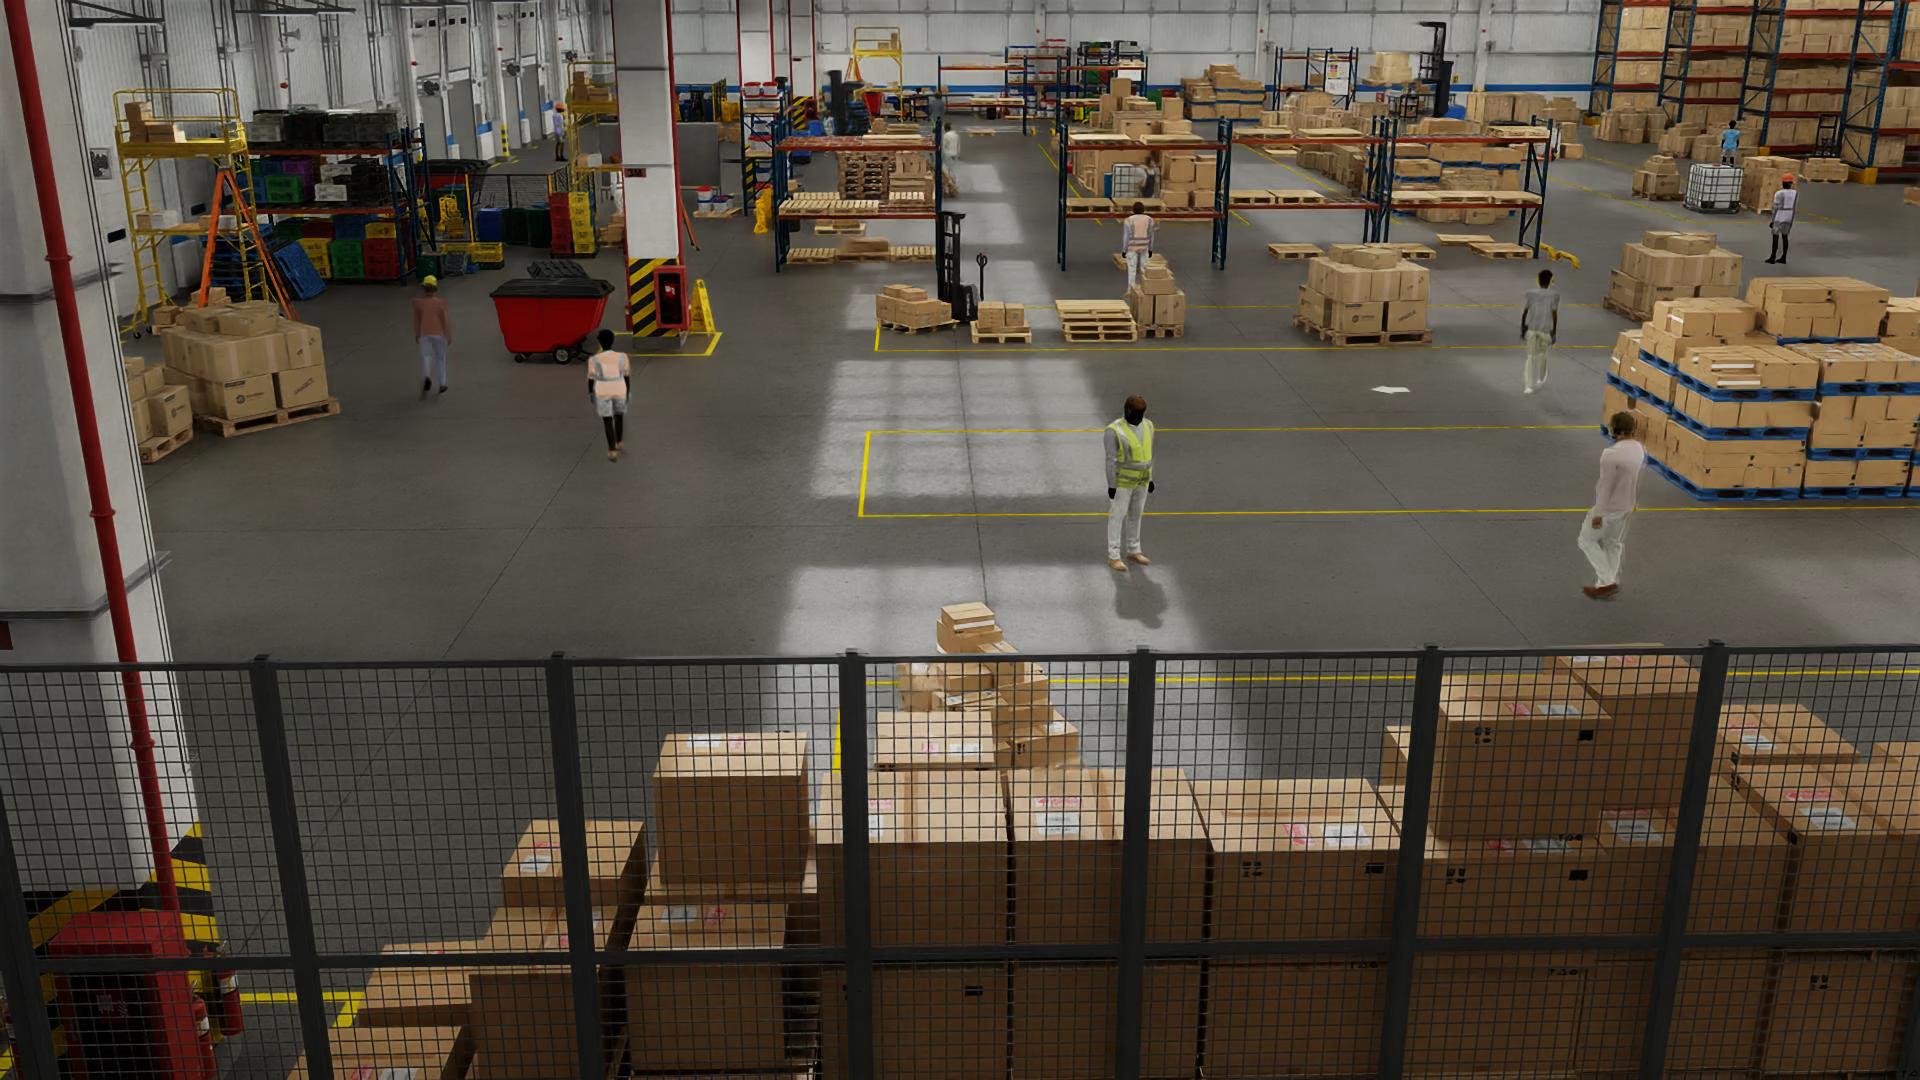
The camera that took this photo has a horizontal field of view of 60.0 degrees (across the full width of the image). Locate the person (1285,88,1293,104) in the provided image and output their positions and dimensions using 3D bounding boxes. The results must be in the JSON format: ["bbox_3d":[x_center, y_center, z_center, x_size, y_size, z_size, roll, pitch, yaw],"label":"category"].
[{"bbox_3d":[12.983,-16.893,65.585,0.998,1.859,0.632,-1,19,-2],"label":"person"}]

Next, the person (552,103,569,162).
[{"bbox_3d":[-13.504,-13.780,56.217,0.381,1.929,0.543,-17,25,-41],"label":"person"}]

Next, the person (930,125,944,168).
[{"bbox_3d":[-0.676,-11.848,50.817,0.505,1.711,0.794,-5,19,-15],"label":"person"}]

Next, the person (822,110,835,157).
[{"bbox_3d":[-4.525,-14.193,57.953,0.851,1.597,0.514,-15,24,-37],"label":"person"}]

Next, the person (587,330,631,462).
[{"bbox_3d":[-4.502,-1.881,21.325,0.541,1.650,0.778,-8,20,-22],"label":"person"}]

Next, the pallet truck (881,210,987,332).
[{"bbox_3d":[-0.493,-4.759,29.349,1.885,1.965,0.823,-13,23,-34],"label":"pallet truck"}]

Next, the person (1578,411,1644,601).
[{"bbox_3d":[6.373,-0.319,16.283,0.660,1.928,0.430,-14,23,-36],"label":"person"}]

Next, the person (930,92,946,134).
[{"bbox_3d":[-0.814,-15.752,62.146,0.628,1.882,1.040,5,19,15],"label":"person"}]

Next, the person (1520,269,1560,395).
[{"bbox_3d":[8.618,-3.115,24.743,0.540,1.815,1.003,9,21,25],"label":"person"}]

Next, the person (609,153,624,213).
[{"bbox_3d":[-8.346,-8.469,40.527,0.355,1.887,0.573,5,19,15],"label":"person"}]

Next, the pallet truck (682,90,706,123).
[{"bbox_3d":[-9.671,-15.907,62.421,0.823,1.965,1.885,5,19,15],"label":"pallet truck"}]

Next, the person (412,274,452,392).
[{"bbox_3d":[-7.808,-3.049,24.652,0.547,1.751,0.415,-2,19,-7],"label":"person"}]

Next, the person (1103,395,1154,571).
[{"bbox_3d":[1.778,-0.604,17.274,0.621,1.838,0.429,-13,23,-34],"label":"person"}]

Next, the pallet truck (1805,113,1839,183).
[{"bbox_3d":[26.403,-11.957,50.702,0.823,1.965,1.885,6,19,16],"label":"pallet truck"}]

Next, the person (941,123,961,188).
[{"bbox_3d":[-0.372,-11.275,48.827,0.652,1.900,0.881,-16,25,-40],"label":"person"}]

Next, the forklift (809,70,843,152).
[{"bbox_3d":[-4.390,-15.230,59.051,1.873,2.768,1.129,1,19,3],"label":"forklift"}]

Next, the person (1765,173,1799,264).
[{"bbox_3d":[17.756,-6.936,35.925,0.539,1.929,0.394,-4,19,-11],"label":"person"}]

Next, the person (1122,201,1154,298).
[{"bbox_3d":[3.418,-5.596,32.076,0.631,1.839,0.428,-5,19,-13],"label":"person"}]

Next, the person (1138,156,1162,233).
[{"bbox_3d":[4.663,-8.379,40.376,0.543,1.806,0.906,-17,25,-40],"label":"person"}]

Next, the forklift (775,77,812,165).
[{"bbox_3d":[-5.919,-13.893,55.087,1.873,2.768,1.129,-1,19,-1],"label":"forklift"}]

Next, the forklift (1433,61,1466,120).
[{"bbox_3d":[19.158,-17.572,66.001,1.873,2.768,1.129,-1,19,-2],"label":"forklift"}]

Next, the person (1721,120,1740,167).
[{"bbox_3d":[24.148,-12.298,52.178,0.532,1.698,0.319,7,20,21],"label":"person"}]
